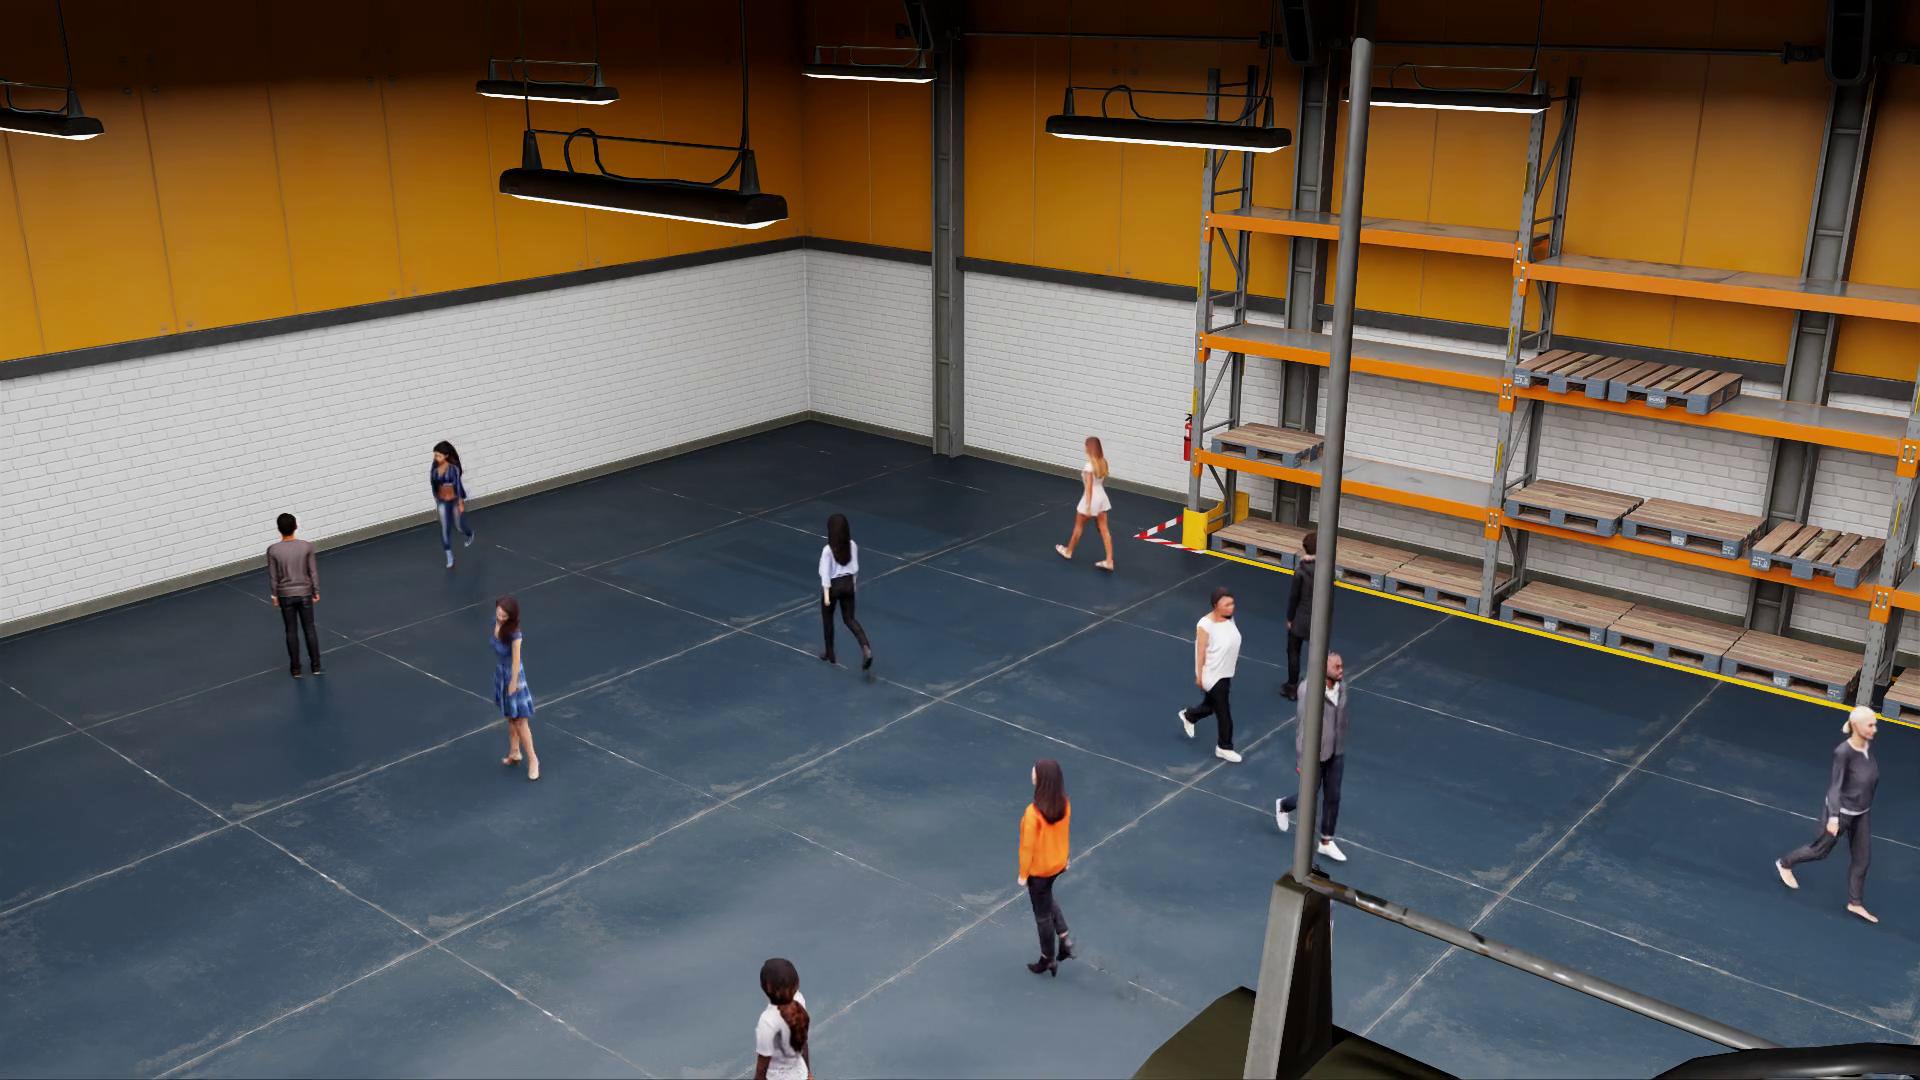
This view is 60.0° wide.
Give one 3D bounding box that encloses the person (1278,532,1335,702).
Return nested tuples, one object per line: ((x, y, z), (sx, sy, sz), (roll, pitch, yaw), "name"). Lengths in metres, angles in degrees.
((3.540, 0.791, 16.782), (0.766, 1.775, 0.808), (-5, 19, -14), "person")

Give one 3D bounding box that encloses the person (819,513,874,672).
((-1.212, 0.586, 17.481), (0.765, 1.718, 1.123), (-16, 24, -38), "person")

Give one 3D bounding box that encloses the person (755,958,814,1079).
((-0.950, 3.232, 9.689), (1.221, 1.676, 0.891), (6, 20, 18), "person")

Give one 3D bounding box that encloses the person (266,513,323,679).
((-6.976, 0.576, 17.433), (0.700, 1.766, 0.662), (16, 24, 39), "person")

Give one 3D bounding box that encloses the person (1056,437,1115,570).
((1.731, -0.421, 20.584), (1.090, 1.645, 0.603), (16, 24, 39), "person")

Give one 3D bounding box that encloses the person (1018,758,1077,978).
((0.694, 2.399, 12.060), (0.674, 1.741, 0.650), (12, 22, 31), "person")

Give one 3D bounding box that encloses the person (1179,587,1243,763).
((2.386, 1.219, 15.686), (0.996, 1.664, 0.650), (14, 23, 36), "person")

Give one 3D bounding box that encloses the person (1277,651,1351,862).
((2.954, 1.759, 13.869), (0.941, 1.800, 1.116), (-10, 21, -28), "person")

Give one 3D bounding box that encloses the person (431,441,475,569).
((-6.340, -0.468, 20.790), (0.950, 1.603, 0.945), (4, 19, 12), "person")

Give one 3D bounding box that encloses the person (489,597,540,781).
((-4.132, 1.304, 15.250), (0.845, 1.782, 0.627), (-7, 20, -20), "person")

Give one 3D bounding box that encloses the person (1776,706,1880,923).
((6.884, 2.086, 13.061), (0.889, 1.695, 1.156), (-10, 21, -26), "person")
